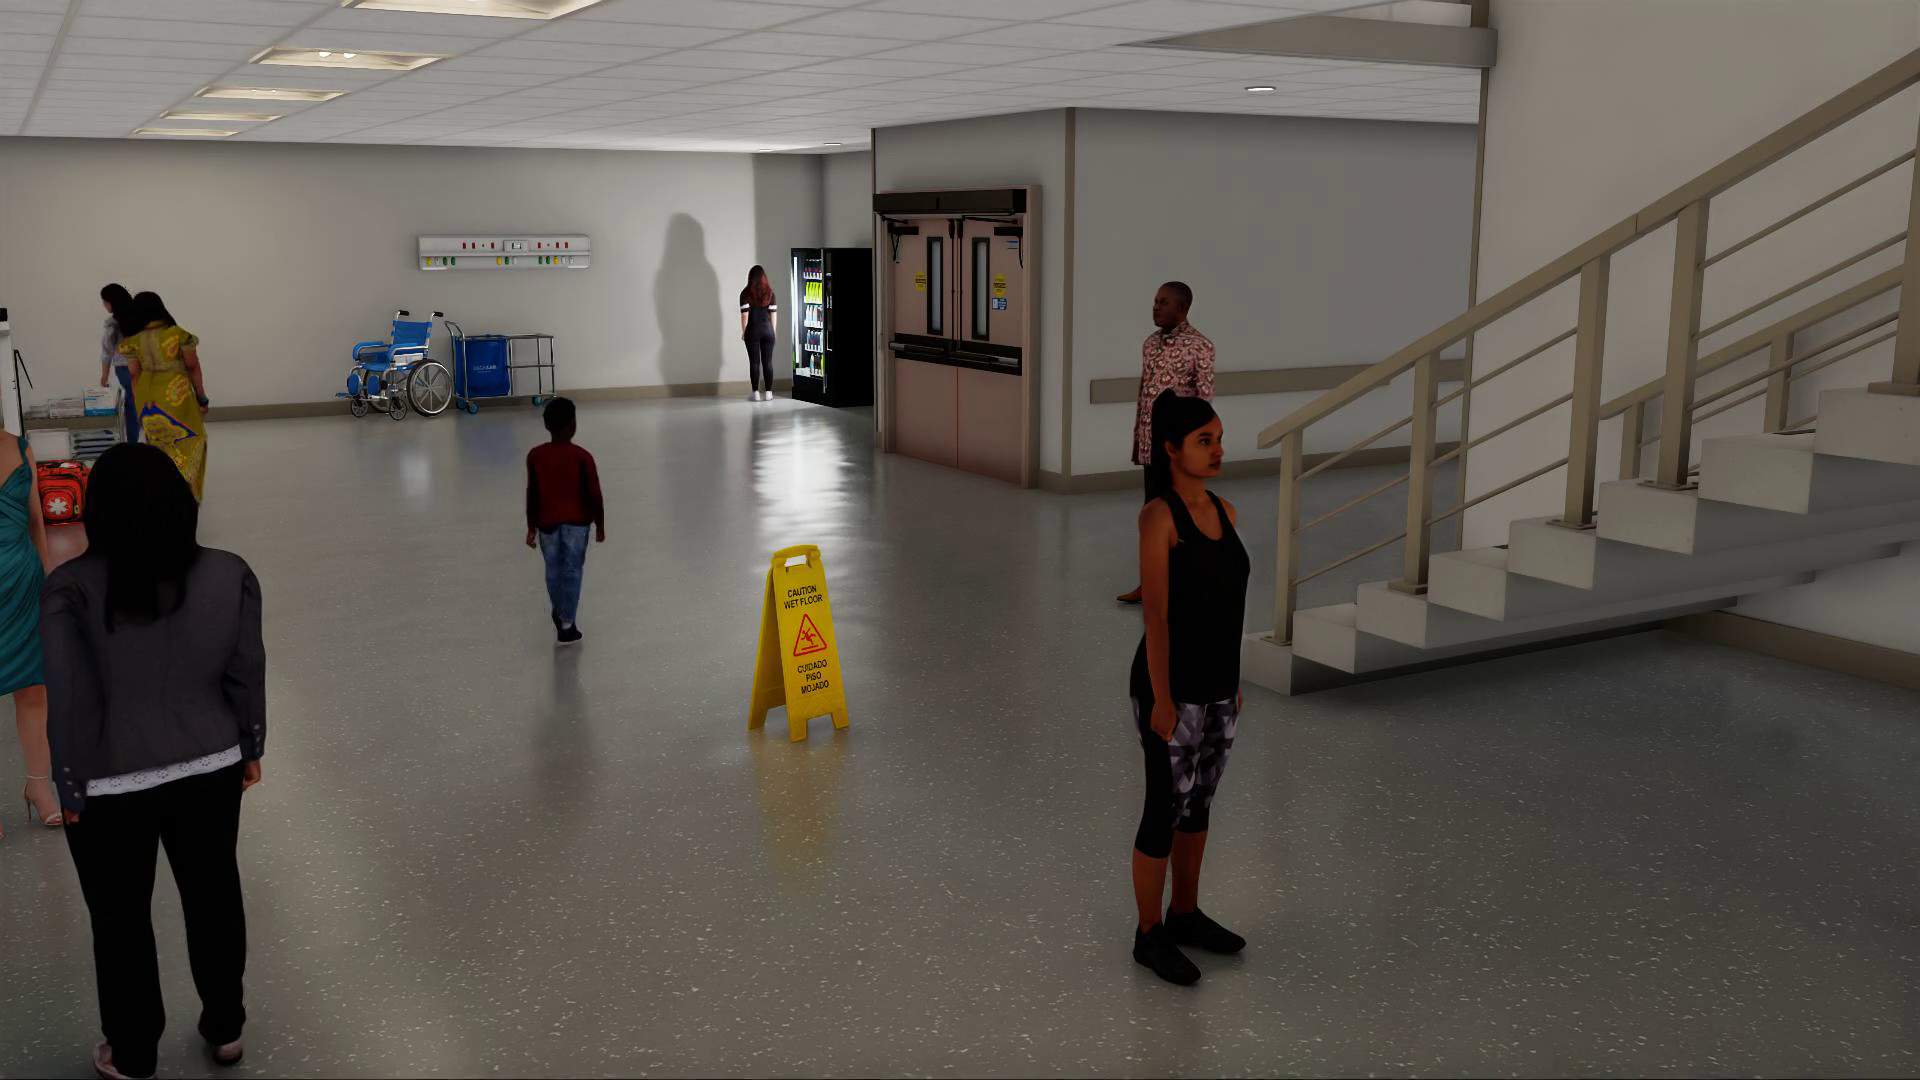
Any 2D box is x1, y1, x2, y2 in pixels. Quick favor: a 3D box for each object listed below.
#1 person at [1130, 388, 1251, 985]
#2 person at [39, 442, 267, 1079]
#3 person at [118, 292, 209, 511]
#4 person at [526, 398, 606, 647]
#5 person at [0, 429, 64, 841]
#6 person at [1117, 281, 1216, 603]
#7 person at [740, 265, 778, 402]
[{"bbox_3d":[0.642,0.400,4.738,0.626,1.660,0.643,9,14,38],"label":"person"},{"bbox_3d":[-1.981,0.554,4.093,0.742,1.598,0.739,11,15,44],"label":"person"},{"bbox_3d":[-5.637,-0.920,11.784,0.990,1.627,1.155,-1,11,-4],"label":"person"},{"bbox_3d":[-2.012,-0.075,8.365,0.723,1.242,0.824,0,11,2],"label":"person"},{"bbox_3d":[-3.334,0.196,5.743,0.598,1.687,0.608,8,14,37],"label":"person"},{"bbox_3d":[1.177,-0.523,9.204,0.780,1.808,0.566,-8,14,-37],"label":"person"},{"bbox_3d":[-2.431,-2.510,20.135,0.646,1.637,0.636,-4,11,-19],"label":"person"}]
